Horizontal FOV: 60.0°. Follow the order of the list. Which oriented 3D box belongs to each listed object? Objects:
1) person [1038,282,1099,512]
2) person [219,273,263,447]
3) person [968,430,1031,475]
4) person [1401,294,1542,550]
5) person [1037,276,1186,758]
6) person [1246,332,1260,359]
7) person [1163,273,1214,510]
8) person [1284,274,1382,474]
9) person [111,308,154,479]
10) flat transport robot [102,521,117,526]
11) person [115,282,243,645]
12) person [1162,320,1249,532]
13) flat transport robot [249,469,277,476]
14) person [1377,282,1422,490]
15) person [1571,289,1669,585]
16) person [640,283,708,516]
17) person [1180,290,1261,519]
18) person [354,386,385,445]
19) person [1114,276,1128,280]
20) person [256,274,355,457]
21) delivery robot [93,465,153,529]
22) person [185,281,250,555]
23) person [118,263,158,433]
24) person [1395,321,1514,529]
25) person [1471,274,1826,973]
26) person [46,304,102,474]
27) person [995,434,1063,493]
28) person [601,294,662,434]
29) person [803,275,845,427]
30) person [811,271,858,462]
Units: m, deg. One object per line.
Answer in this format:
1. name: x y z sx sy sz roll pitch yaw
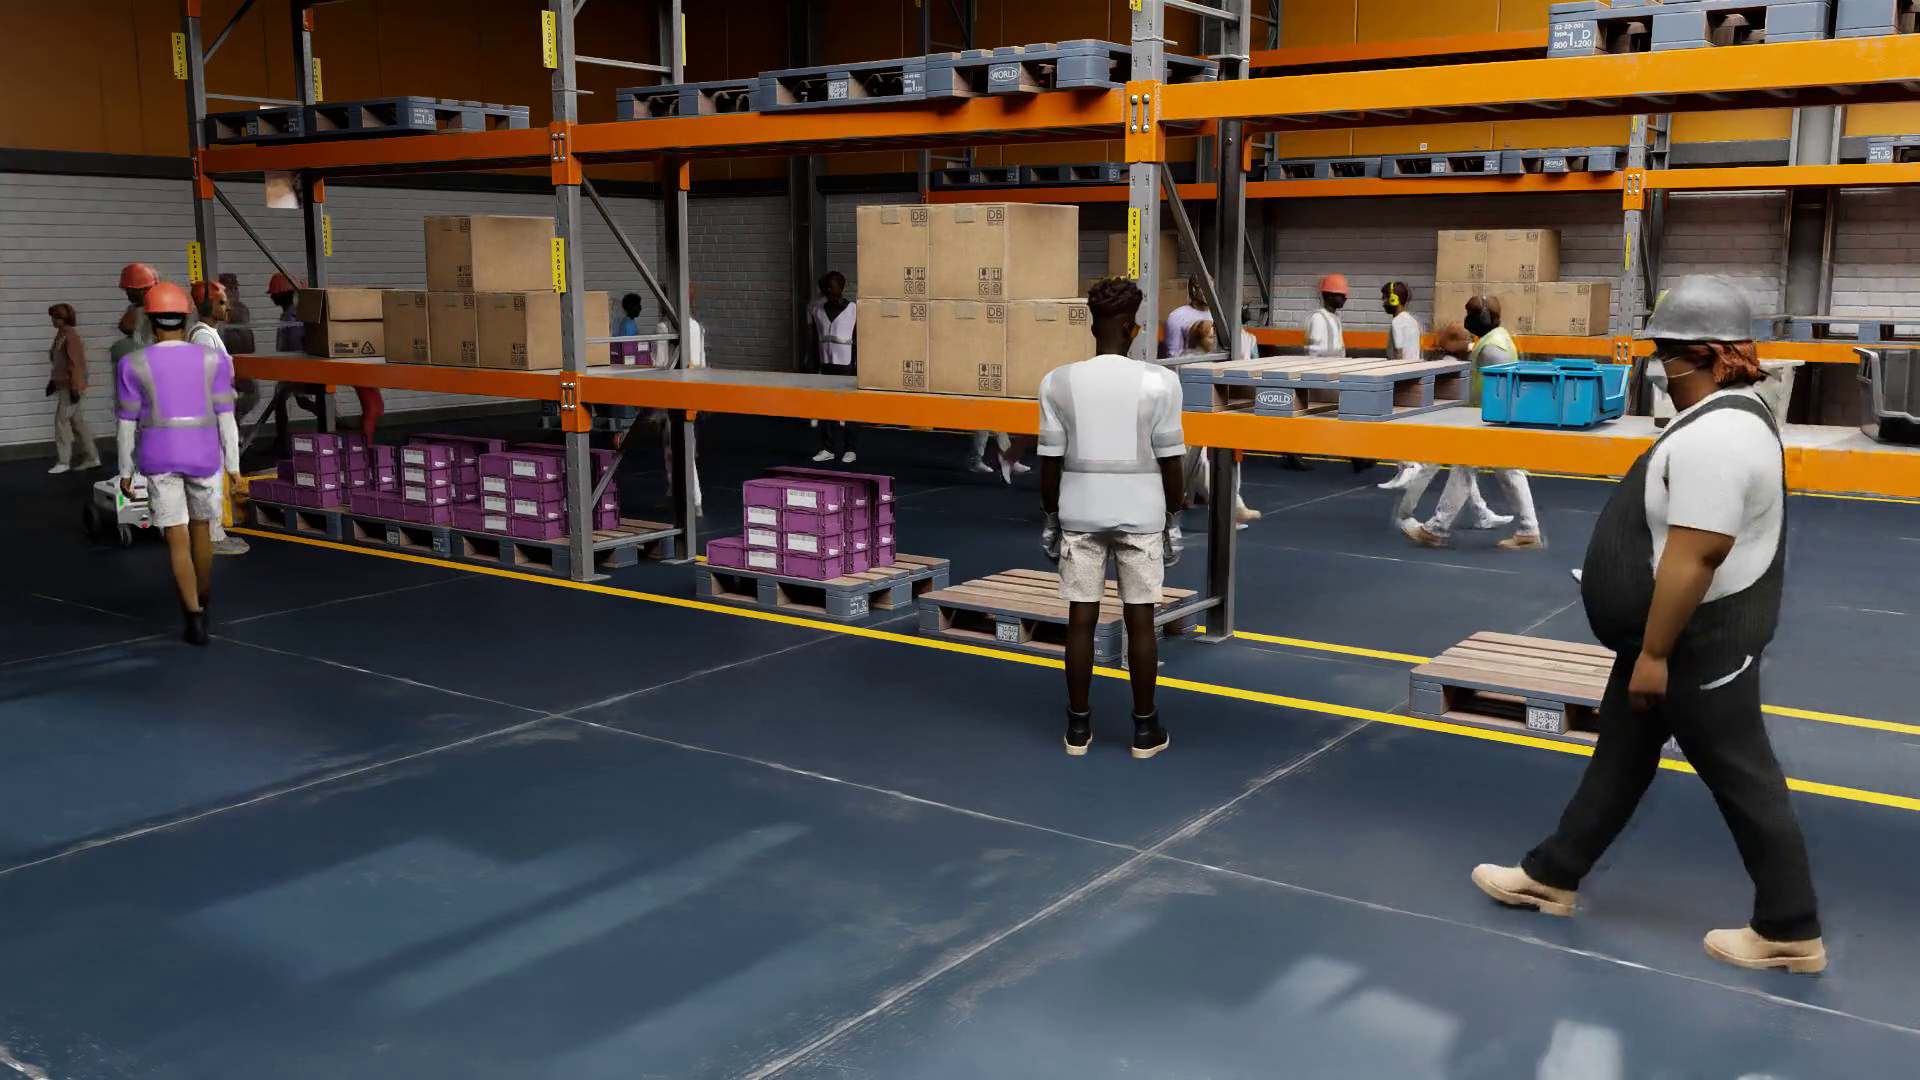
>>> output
1. person: 1.058 -1.027 12.690 0.978 1.860 0.646 9 13 42
2. person: -7.825 -1.918 17.892 0.672 1.891 0.465 5 11 27
3. person: 0.399 -1.459 15.699 0.851 1.703 0.508 6 11 33
4. person: 3.657 -0.811 11.625 0.960 1.791 0.621 4 10 23
5. person: 0.619 -0.083 6.780 0.600 1.958 0.378 2 10 13
6. person: 2.524 -1.345 15.315 0.543 1.616 0.606 -4 10 -22
7. person: 1.946 -1.219 13.602 0.631 1.940 0.372 -6 11 -32
8. person: 3.559 -1.566 15.801 0.992 1.883 0.555 5 11 28
9. person: -7.076 -1.183 14.312 0.516 1.616 0.467 3 10 19
10. flat transport robot: -6.184 -0.307 13.128 0.652 0.197 1.431 1 10 5
11. person: -4.233 -0.424 8.965 0.575 1.900 0.902 -7 12 -35
12. person: 1.788 -0.849 12.454 0.883 1.583 0.528 6 11 32
13. flat transport robot: -5.644 -0.534 14.478 0.652 0.197 1.431 2 10 11
14. person: 3.871 -1.348 14.661 0.449 1.839 0.544 7 12 35
15. person: 4.193 -0.541 9.782 0.598 1.859 1.007 -8 13 -40
16. person: -2.330 -1.115 13.228 0.717 1.863 0.581 4 10 22
17. person: 1.992 -1.079 13.156 0.798 1.817 0.630 4 10 22
18. person: -5.952 -1.643 16.690 0.363 1.746 0.541 -3 10 -18
19. person: 1.577 -1.722 16.795 0.992 1.883 0.589 9 13 44
20. person: -6.855 -1.817 17.309 0.924 1.902 0.552 -4 10 -21
21. delivery robot: -5.966 -0.299 11.959 0.477 0.478 0.707 -8 12 -40
22. person: -5.174 -0.841 11.515 0.337 1.882 0.583 -5 11 -27
23. person: -6.956 -1.385 14.373 0.620 2.011 0.577 7 12 37
24. person: 3.695 -0.843 12.416 0.873 1.572 0.509 2 10 13
25. person: 2.077 0.204 4.825 1.007 2.000 0.692 4 10 24
26. person: -8.547 -1.449 15.935 0.493 1.619 0.609 -7 12 -34
27. person: 0.705 -1.344 14.583 0.832 1.880 0.648 4 10 20
28. person: -3.764 -2.020 19.227 0.876 1.633 0.569 -3 10 -16
29. person: -1.648 -2.311 20.349 0.554 1.863 0.350 1 10 5
30. person: -1.223 -1.741 16.772 0.590 1.919 0.395 4 10 25
